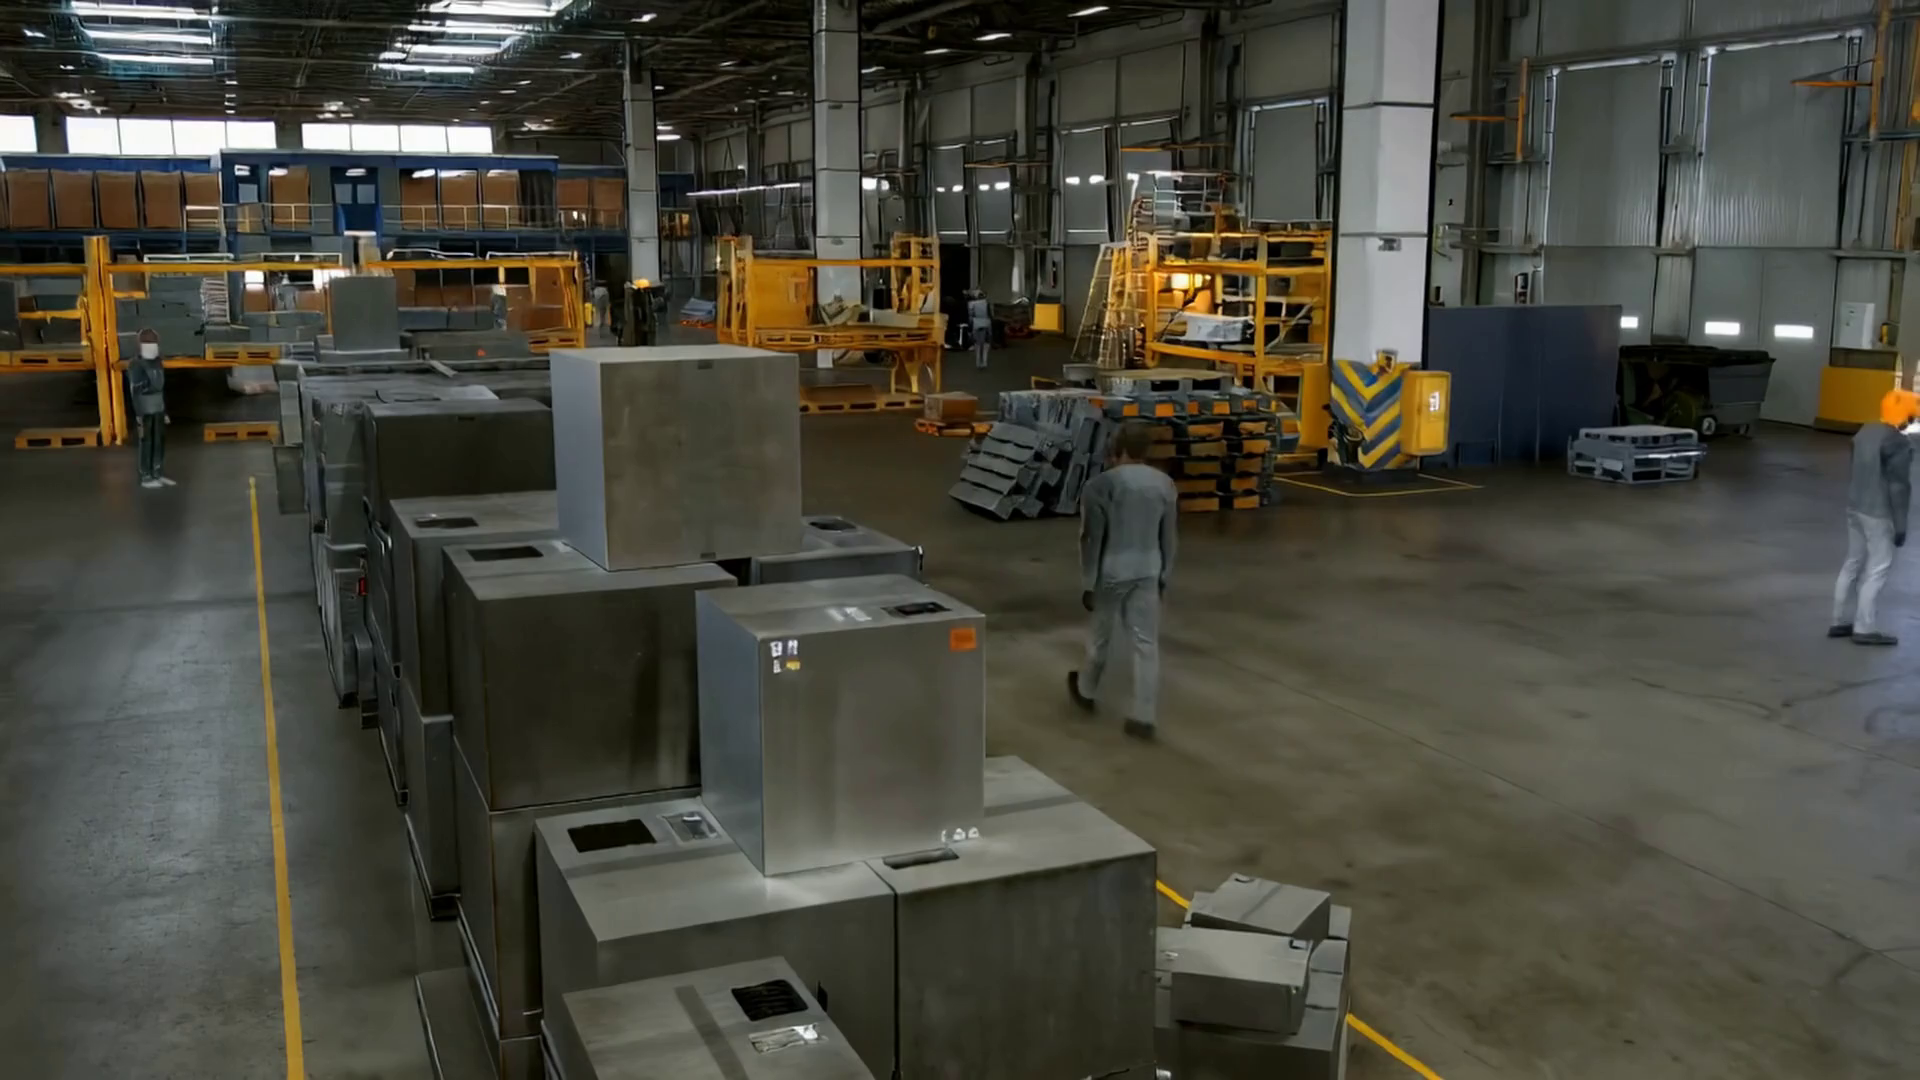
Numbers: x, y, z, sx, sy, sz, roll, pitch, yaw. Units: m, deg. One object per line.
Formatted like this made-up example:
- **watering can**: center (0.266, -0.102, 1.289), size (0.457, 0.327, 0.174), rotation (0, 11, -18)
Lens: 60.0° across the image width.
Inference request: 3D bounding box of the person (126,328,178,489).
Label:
- **person**: center (-9.743, -1.585, 20.049), size (0.366, 1.927, 0.585), rotation (1, 10, 7)

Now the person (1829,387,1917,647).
- **person**: center (6.761, -0.169, 12.280), size (0.370, 1.924, 0.641), rotation (-1, 10, -4)

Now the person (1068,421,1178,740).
- **person**: center (0.988, 0.213, 10.218), size (0.657, 1.891, 1.007), rotation (-3, 11, -17)

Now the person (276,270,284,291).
- **person**: center (-23.880, -8.531, 58.449), size (0.340, 1.882, 0.585), rotation (-2, 11, -13)

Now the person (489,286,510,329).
- **person**: center (-11.687, -5.578, 42.411), size (0.645, 1.790, 0.993), rotation (8, 13, 37)

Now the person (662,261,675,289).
- **person**: center (-13.013, -11.422, 74.113), size (0.612, 1.986, 0.407), rotation (0, 10, -3)

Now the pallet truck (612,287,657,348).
- **pallet truck**: center (-6.464, -4.406, 35.401), size (0.823, 1.965, 1.885), rotation (6, 12, 32)

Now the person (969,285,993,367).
- **person**: center (0.481, -4.956, 38.667), size (0.561, 1.919, 0.723), rotation (1, 10, 6)

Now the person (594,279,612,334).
- **person**: center (-11.240, -7.374, 52.520), size (0.495, 1.722, 0.742), rotation (4, 11, 21)

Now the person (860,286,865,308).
- **person**: center (-3.225, -7.176, 51.214), size (0.657, 1.801, 0.901), rotation (-2, 11, -12)

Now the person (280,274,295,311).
- **person**: center (-20.163, -7.002, 49.875), size (0.372, 1.939, 0.629), rotation (-2, 10, -9)

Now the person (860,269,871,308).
- **person**: center (-3.431, -8.739, 59.484), size (0.594, 1.922, 0.386), rotation (-10, 14, -43)
